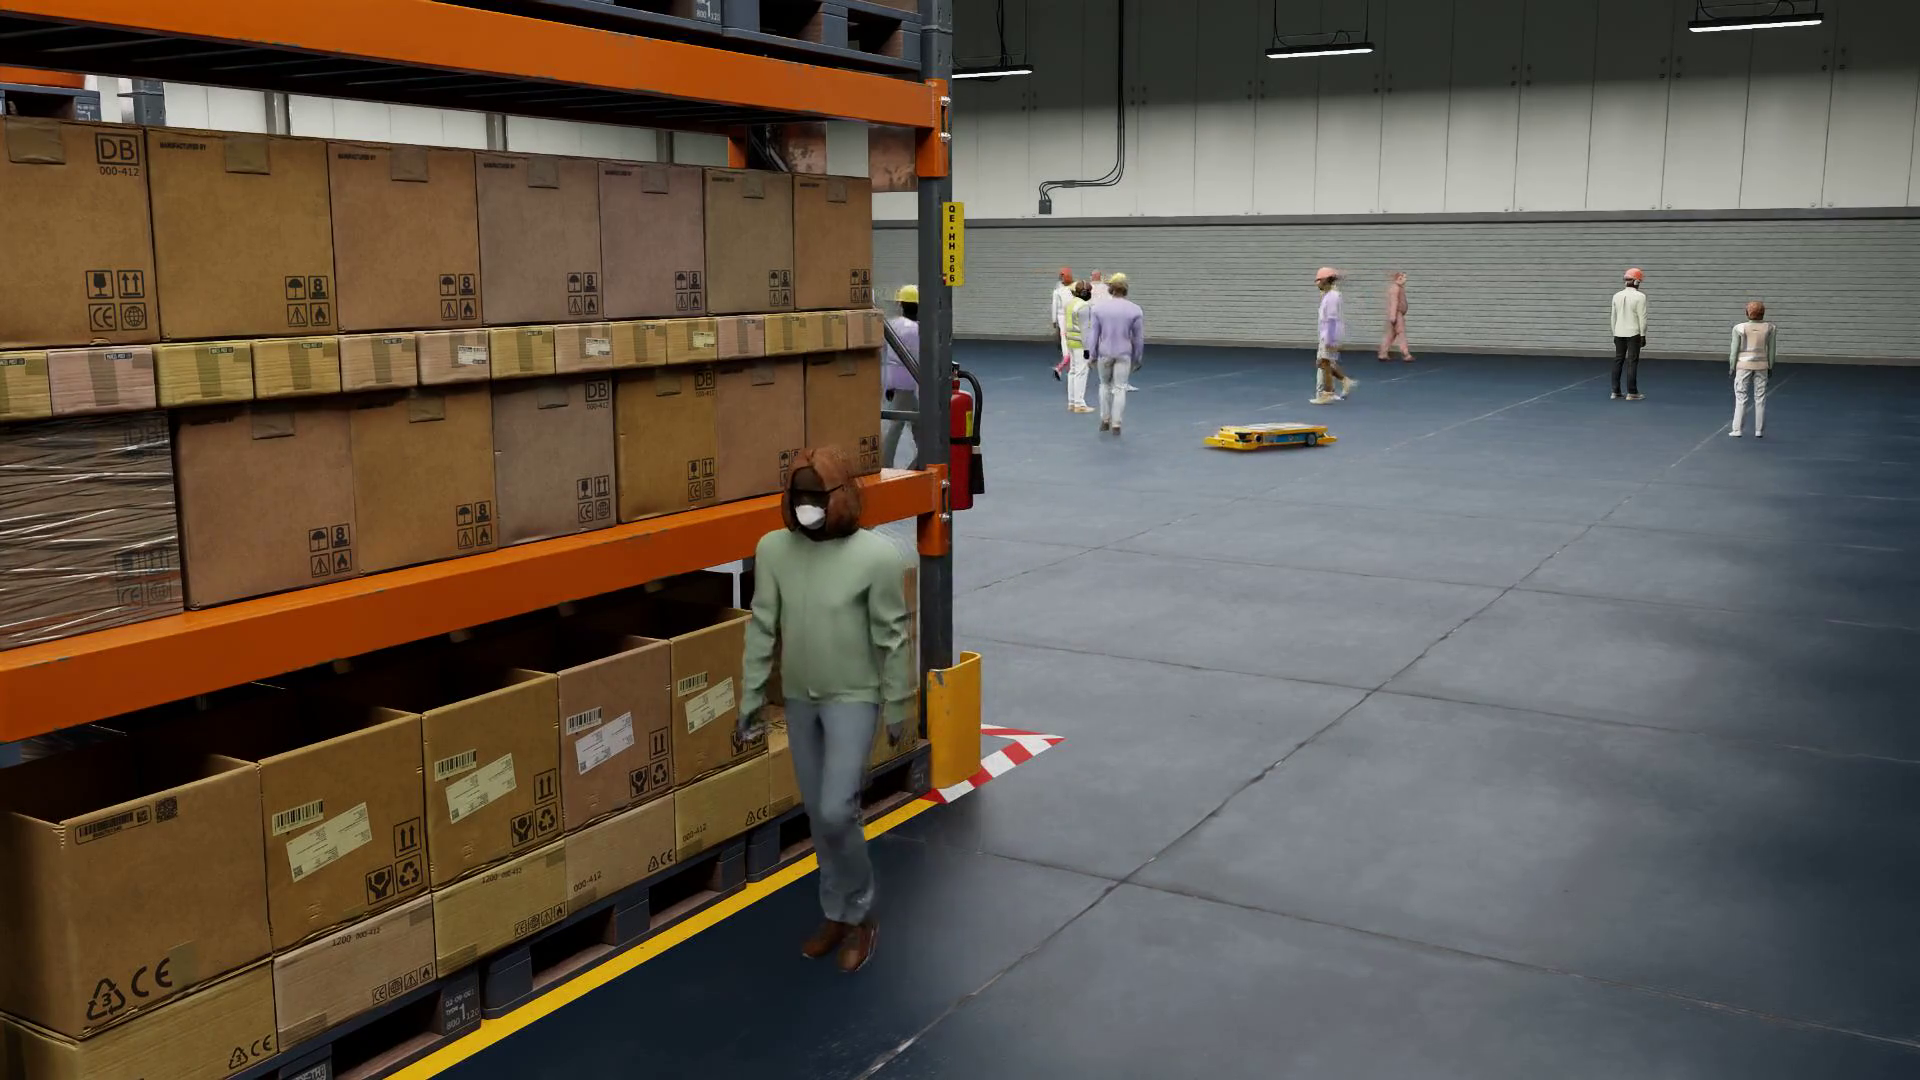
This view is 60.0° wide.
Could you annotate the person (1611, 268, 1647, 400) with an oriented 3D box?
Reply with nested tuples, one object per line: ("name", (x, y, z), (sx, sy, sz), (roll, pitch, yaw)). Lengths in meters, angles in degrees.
("person", (10.183, -3.130, 25.296), (0.376, 1.995, 0.611), (-5, 11, -29))

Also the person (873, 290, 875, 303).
("person", (-1.948, -4.409, 33.172), (0.614, 1.868, 0.427), (-5, 11, -29))

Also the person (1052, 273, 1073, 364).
("person", (2.171, -4.481, 33.705), (0.586, 1.835, 1.019), (0, 10, 0))

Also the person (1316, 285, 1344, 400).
("person", (5.616, -2.985, 25.178), (0.285, 1.746, 0.491), (-5, 11, -28))

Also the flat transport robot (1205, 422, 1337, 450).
("flat transport robot", (3.570, -1.203, 19.056), (1.431, 0.197, 0.652), (-6, 11, -31))

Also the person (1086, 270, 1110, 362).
("person", (2.775, -4.606, 34.239), (0.648, 1.891, 0.437), (0, 10, 2))

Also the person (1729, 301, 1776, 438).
("person", (9.507, -2.042, 19.969), (0.511, 1.640, 0.308), (2, 10, 10))

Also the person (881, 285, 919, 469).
("person", (-0.409, -1.529, 16.217), (0.903, 1.884, 0.607), (-4, 10, -20))

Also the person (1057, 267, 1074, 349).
("person", (2.474, -5.393, 38.751), (0.456, 1.920, 0.574), (0, 10, 2))

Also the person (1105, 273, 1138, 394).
("person", (2.579, -3.248, 26.238), (0.778, 1.901, 0.614), (-2, 10, -12))

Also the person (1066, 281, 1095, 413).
("person", (1.699, -2.695, 23.230), (0.428, 1.835, 0.627), (-2, 10, -14))

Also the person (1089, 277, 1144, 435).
("person", (1.931, -2.262, 20.455), (0.663, 1.905, 0.871), (1, 10, 9))

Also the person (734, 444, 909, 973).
("person", (-0.421, 0.515, 5.069), (0.501, 1.616, 0.447), (5, 11, 29))

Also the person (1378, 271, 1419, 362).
("person", (9.029, -4.587, 34.195), (0.823, 1.874, 0.667), (2, 10, 13))

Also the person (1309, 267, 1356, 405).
("person", (5.465, -2.977, 24.349), (0.618, 2.013, 0.635), (0, 10, 1))

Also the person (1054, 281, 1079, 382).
("person", (1.898, -3.465, 27.960), (0.468, 1.759, 0.535), (-5, 11, -25))
